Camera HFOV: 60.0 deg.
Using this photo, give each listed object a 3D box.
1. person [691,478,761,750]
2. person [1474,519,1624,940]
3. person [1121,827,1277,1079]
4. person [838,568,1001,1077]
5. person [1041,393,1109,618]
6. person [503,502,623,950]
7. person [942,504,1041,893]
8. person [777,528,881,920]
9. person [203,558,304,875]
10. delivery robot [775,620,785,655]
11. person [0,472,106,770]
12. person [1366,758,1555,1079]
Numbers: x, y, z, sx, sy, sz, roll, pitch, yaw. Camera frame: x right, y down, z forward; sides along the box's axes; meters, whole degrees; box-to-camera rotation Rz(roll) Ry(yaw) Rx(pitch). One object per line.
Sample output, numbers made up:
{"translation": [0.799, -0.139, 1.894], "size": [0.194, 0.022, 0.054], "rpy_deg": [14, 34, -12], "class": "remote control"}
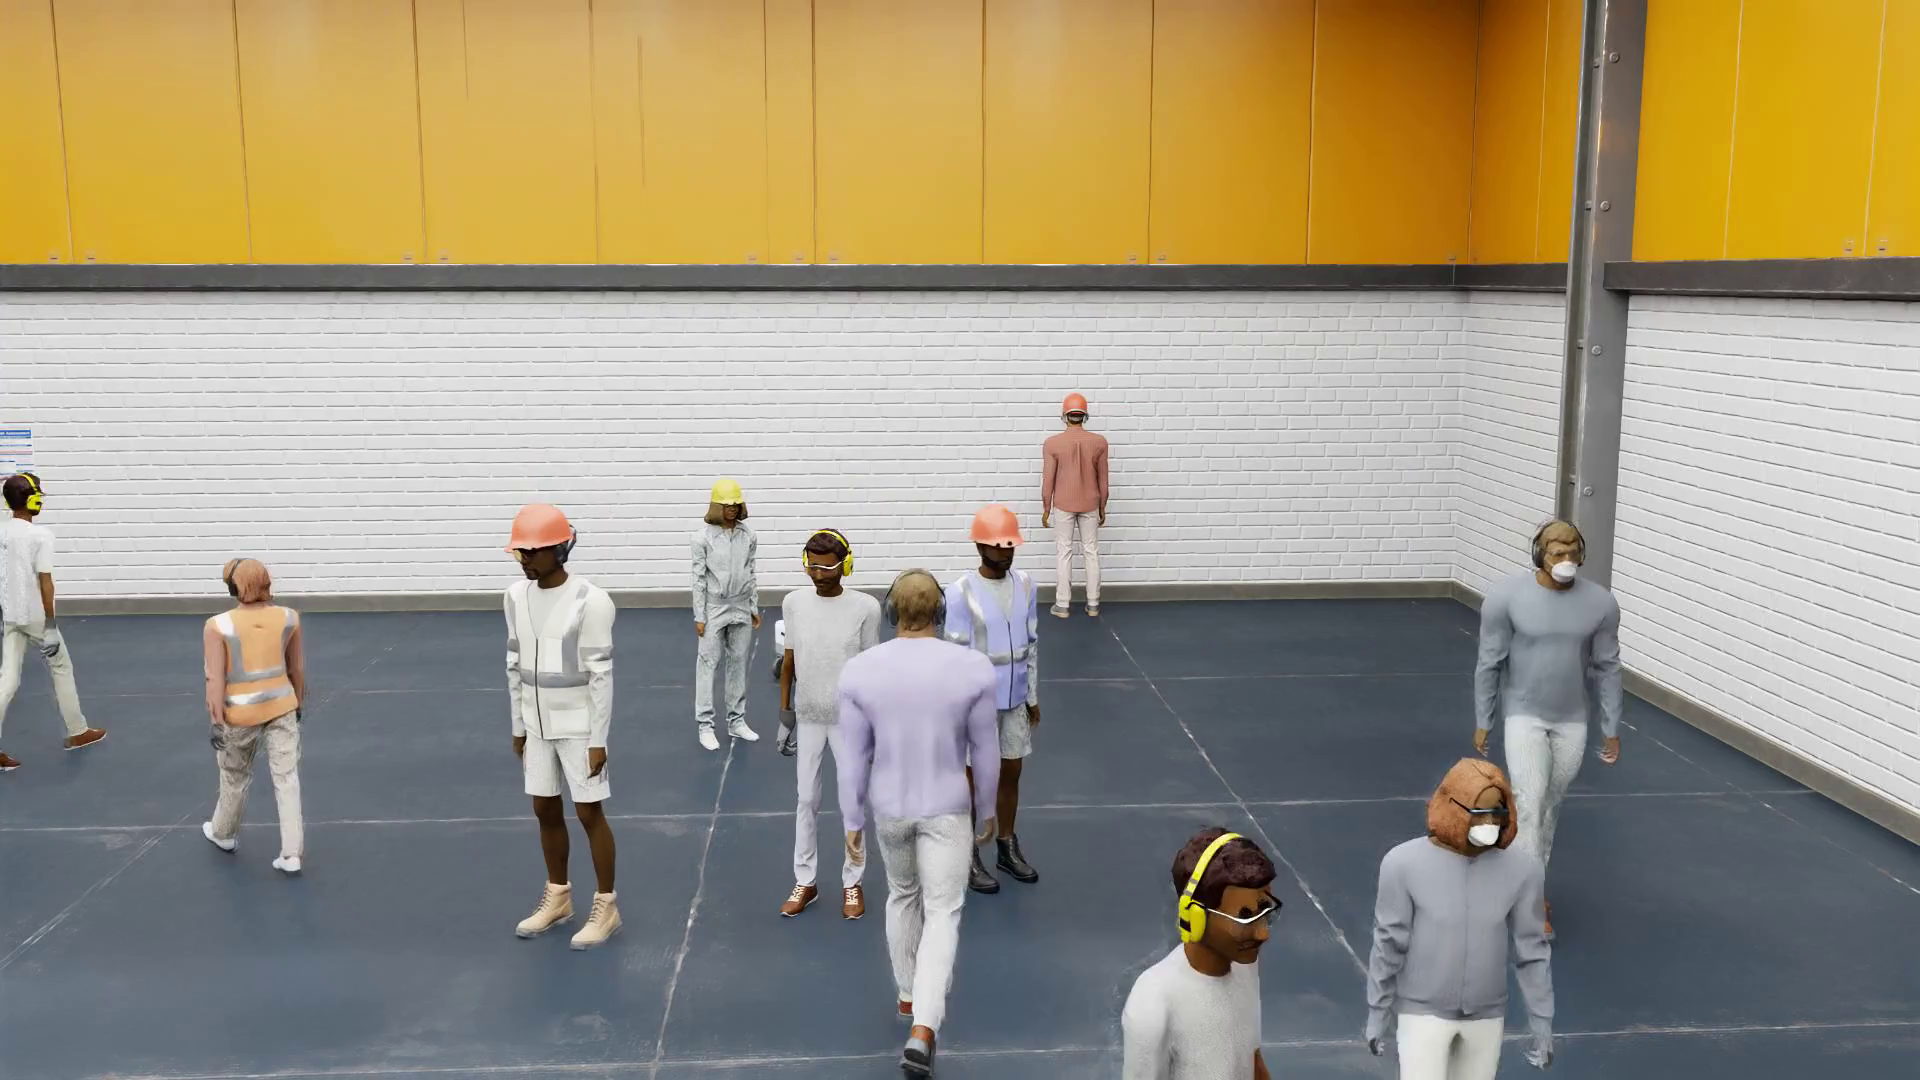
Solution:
{"translation": [-1.493, 0.466, 10.718], "size": [0.489, 1.743, 0.322], "rpy_deg": [-8, 12, -40], "class": "person"}
{"translation": [2.743, 0.872, 7.622], "size": [0.655, 1.914, 0.803], "rpy_deg": [-1, 9, -3], "class": "person"}
{"translation": [0.569, 1.534, 3.727], "size": [0.590, 1.839, 0.486], "rpy_deg": [5, 10, 28], "class": "person"}
{"translation": [-0.173, 1.070, 6.436], "size": [0.632, 1.915, 0.904], "rpy_deg": [2, 9, 10], "class": "person"}
{"translation": [1.017, -0.305, 14.774], "size": [0.612, 1.996, 0.389], "rpy_deg": [-1, 9, -9], "class": "person"}
{"translation": [-1.824, 0.837, 7.503], "size": [0.609, 2.035, 0.414], "rpy_deg": [5, 10, 28], "class": "person"}
{"translation": [0.183, 0.779, 8.194], "size": [0.547, 1.929, 0.390], "rpy_deg": [-7, 11, -36], "class": "person"}
{"translation": [-0.616, 0.864, 7.852], "size": [0.518, 1.865, 0.328], "rpy_deg": [1, 9, 9], "class": "person"}
{"translation": [-3.635, 0.880, 8.527], "size": [0.836, 1.595, 0.543], "rpy_deg": [9, 13, 44], "class": "person"}
{"translation": [-1.092, 0.741, 12.418], "size": [0.477, 0.478, 0.707], "rpy_deg": [-6, 11, -33], "class": "delivery robot"}
{"translation": [-5.808, 0.493, 10.338], "size": [0.538, 1.823, 0.967], "rpy_deg": [2, 9, 12], "class": "person"}
{"translation": [1.497, 1.447, 4.903], "size": [0.533, 1.618, 0.460], "rpy_deg": [-1, 9, -6], "class": "person"}
